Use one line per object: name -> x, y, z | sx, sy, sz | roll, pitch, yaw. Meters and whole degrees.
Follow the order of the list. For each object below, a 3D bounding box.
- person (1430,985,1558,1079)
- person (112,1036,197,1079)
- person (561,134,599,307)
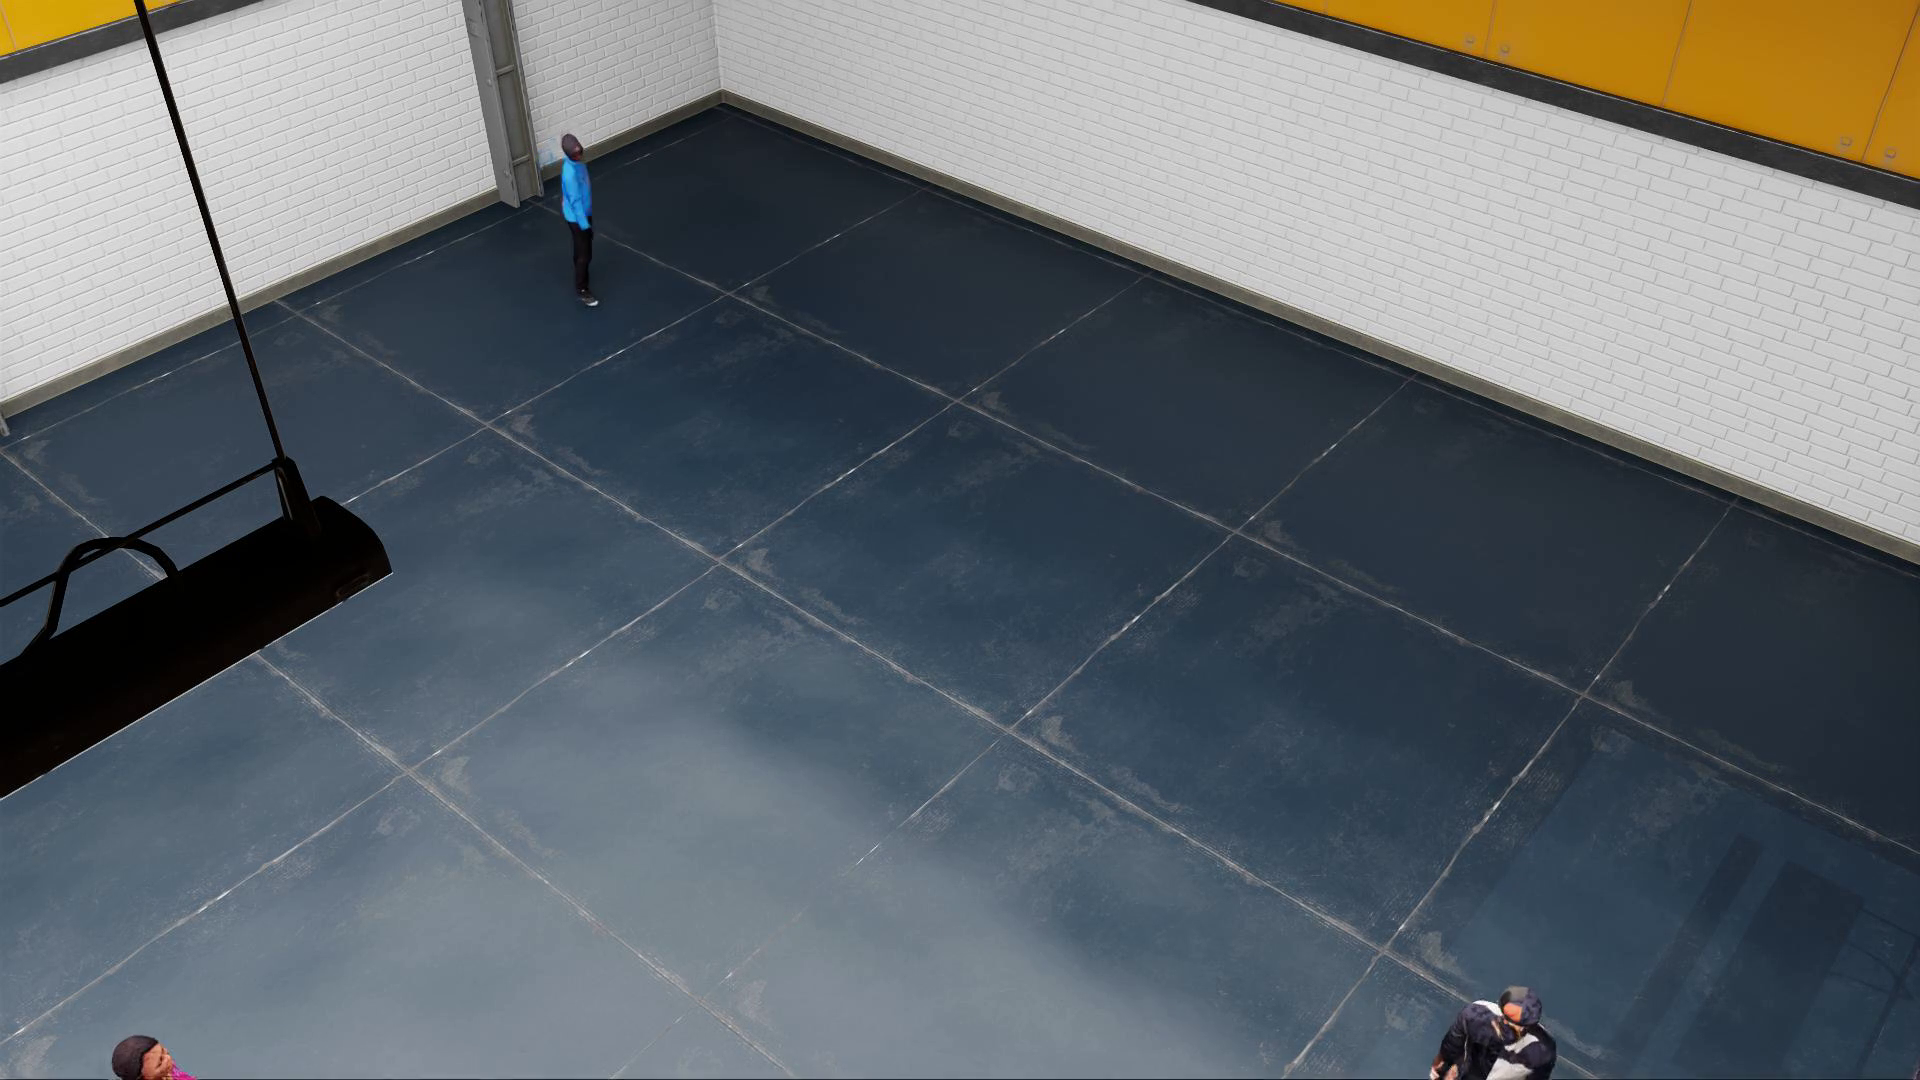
person -> 2.735, 2.789, 8.614 | 0.808, 1.865, 0.969 | 18, 42, 21
person -> -3.998, 3.079, 8.415 | 1.088, 1.660, 0.947 | -12, 40, -15
person -> -3.738, -3.168, 16.144 | 0.897, 1.777, 0.860 | -11, 40, -14
